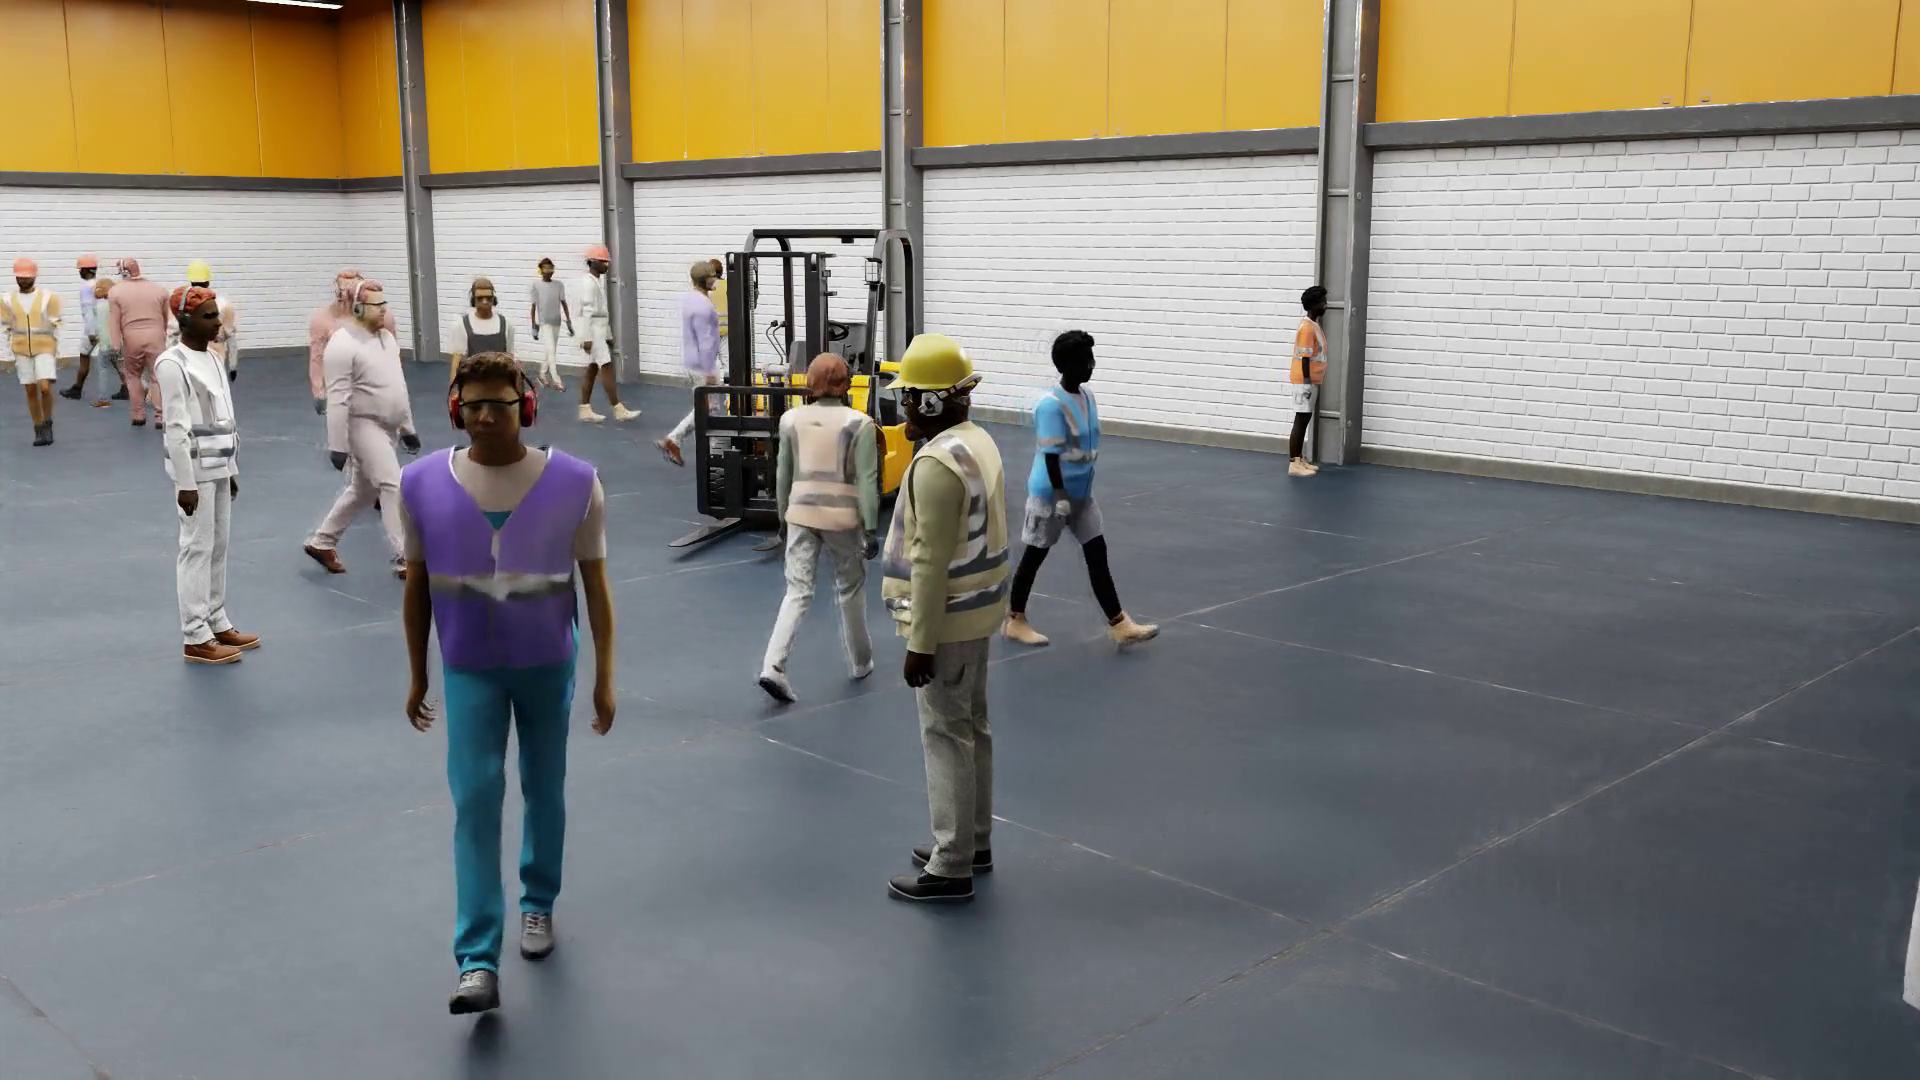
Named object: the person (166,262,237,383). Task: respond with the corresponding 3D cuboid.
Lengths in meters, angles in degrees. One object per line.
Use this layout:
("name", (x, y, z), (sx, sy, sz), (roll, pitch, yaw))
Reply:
("person", (-7.349, -1.754, 16.175), (0.602, 1.878, 1.001), (-1, 10, -7))

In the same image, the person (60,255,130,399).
("person", (-11.251, -2.756, 21.616), (1.017, 1.879, 0.561), (2, 11, 8))

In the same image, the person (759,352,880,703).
("person", (-0.645, -0.065, 7.717), (0.559, 1.594, 0.837), (4, 11, 19))

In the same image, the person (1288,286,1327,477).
("person", (3.093, -1.408, 14.788), (0.321, 1.690, 0.527), (3, 11, 17))

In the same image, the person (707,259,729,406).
("person", (-3.028, -2.554, 20.611), (0.635, 1.842, 0.429), (-6, 12, -31))

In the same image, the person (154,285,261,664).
("person", (-3.795, -0.328, 8.359), (0.341, 1.882, 0.587), (-1, 10, -4))

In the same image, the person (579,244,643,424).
("person", (-3.995, -2.331, 18.899), (0.808, 2.018, 0.639), (-1, 10, -6))

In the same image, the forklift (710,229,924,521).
("forklift", (-1.050, -1.319, 12.920), (1.214, 2.155, 2.313), (2, 11, 13))

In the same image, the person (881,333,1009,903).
("person", (-0.051, 0.252, 5.376), (0.403, 1.825, 0.591), (2, 11, 13))

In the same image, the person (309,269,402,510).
("person", (-4.696, -1.160, 12.952), (0.676, 1.855, 0.961), (-4, 11, -19))

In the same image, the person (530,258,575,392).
("person", (-5.676, -2.982, 22.999), (0.533, 1.834, 0.938), (-9, 14, -40))

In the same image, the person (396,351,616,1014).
("person", (-1.259, 0.392, 4.629), (0.594, 1.804, 0.907), (-2, 11, -11))

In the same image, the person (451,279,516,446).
("person", (-3.793, -1.180, 13.281), (0.531, 1.789, 1.009), (-4, 11, -22))

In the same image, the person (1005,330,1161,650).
("person", (0.598, -0.236, 8.482), (0.868, 1.647, 0.549), (7, 12, 33))

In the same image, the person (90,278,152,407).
("person", (-10.463, -2.440, 20.635), (0.747, 1.606, 0.509), (2, 10, 8))

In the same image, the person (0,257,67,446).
("person", (-9.347, -1.880, 16.744), (0.575, 1.911, 0.550), (-3, 11, -16))

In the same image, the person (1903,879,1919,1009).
("person", (1.644, 0.745, 2.606), (0.443, 1.853, 0.544), (7, 12, 33))

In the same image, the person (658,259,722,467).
("person", (-2.325, -1.517, 14.743), (0.595, 1.922, 0.634), (-3, 11, -14))

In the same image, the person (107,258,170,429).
("person", (-9.065, -2.180, 18.461), (0.676, 1.874, 0.727), (-6, 12, -32))

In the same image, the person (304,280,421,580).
("person", (-3.700, -0.676, 10.321), (0.958, 1.869, 0.638), (1, 10, 7))
